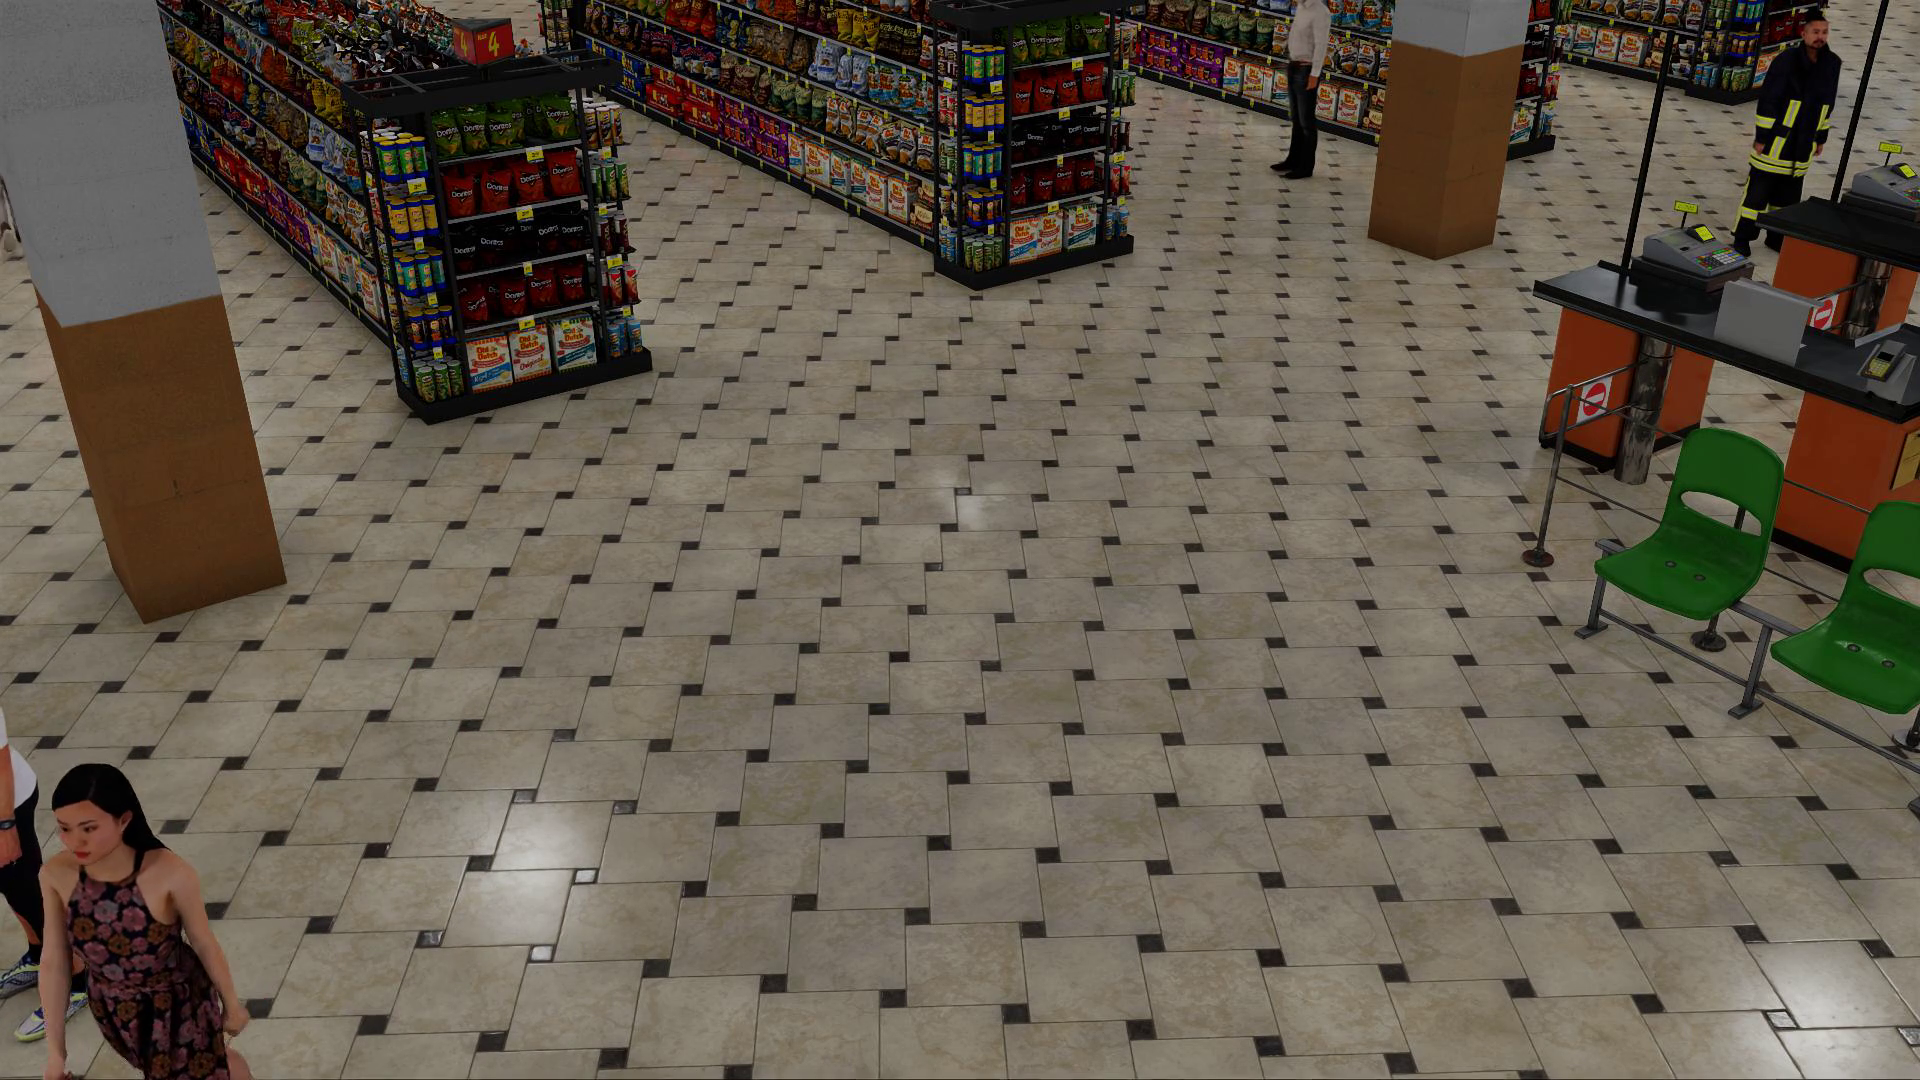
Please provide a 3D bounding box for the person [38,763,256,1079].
[{"bbox_3d":[-2.220,1.321,4.729,1.111,1.714,1.234,3,29,5],"label":"person"}]

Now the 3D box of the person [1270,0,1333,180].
[{"bbox_3d":[3.030,-4.089,14.536,0.793,1.811,0.639,-6,29,-10],"label":"person"}]

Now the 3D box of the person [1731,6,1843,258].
[{"bbox_3d":[6.333,-3.111,12.694,0.875,1.860,0.897,-1,29,-2],"label":"person"}]

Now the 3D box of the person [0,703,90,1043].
[{"bbox_3d":[-3.220,0.819,5.505,0.768,1.851,0.568,-25,37,-38],"label":"person"}]
